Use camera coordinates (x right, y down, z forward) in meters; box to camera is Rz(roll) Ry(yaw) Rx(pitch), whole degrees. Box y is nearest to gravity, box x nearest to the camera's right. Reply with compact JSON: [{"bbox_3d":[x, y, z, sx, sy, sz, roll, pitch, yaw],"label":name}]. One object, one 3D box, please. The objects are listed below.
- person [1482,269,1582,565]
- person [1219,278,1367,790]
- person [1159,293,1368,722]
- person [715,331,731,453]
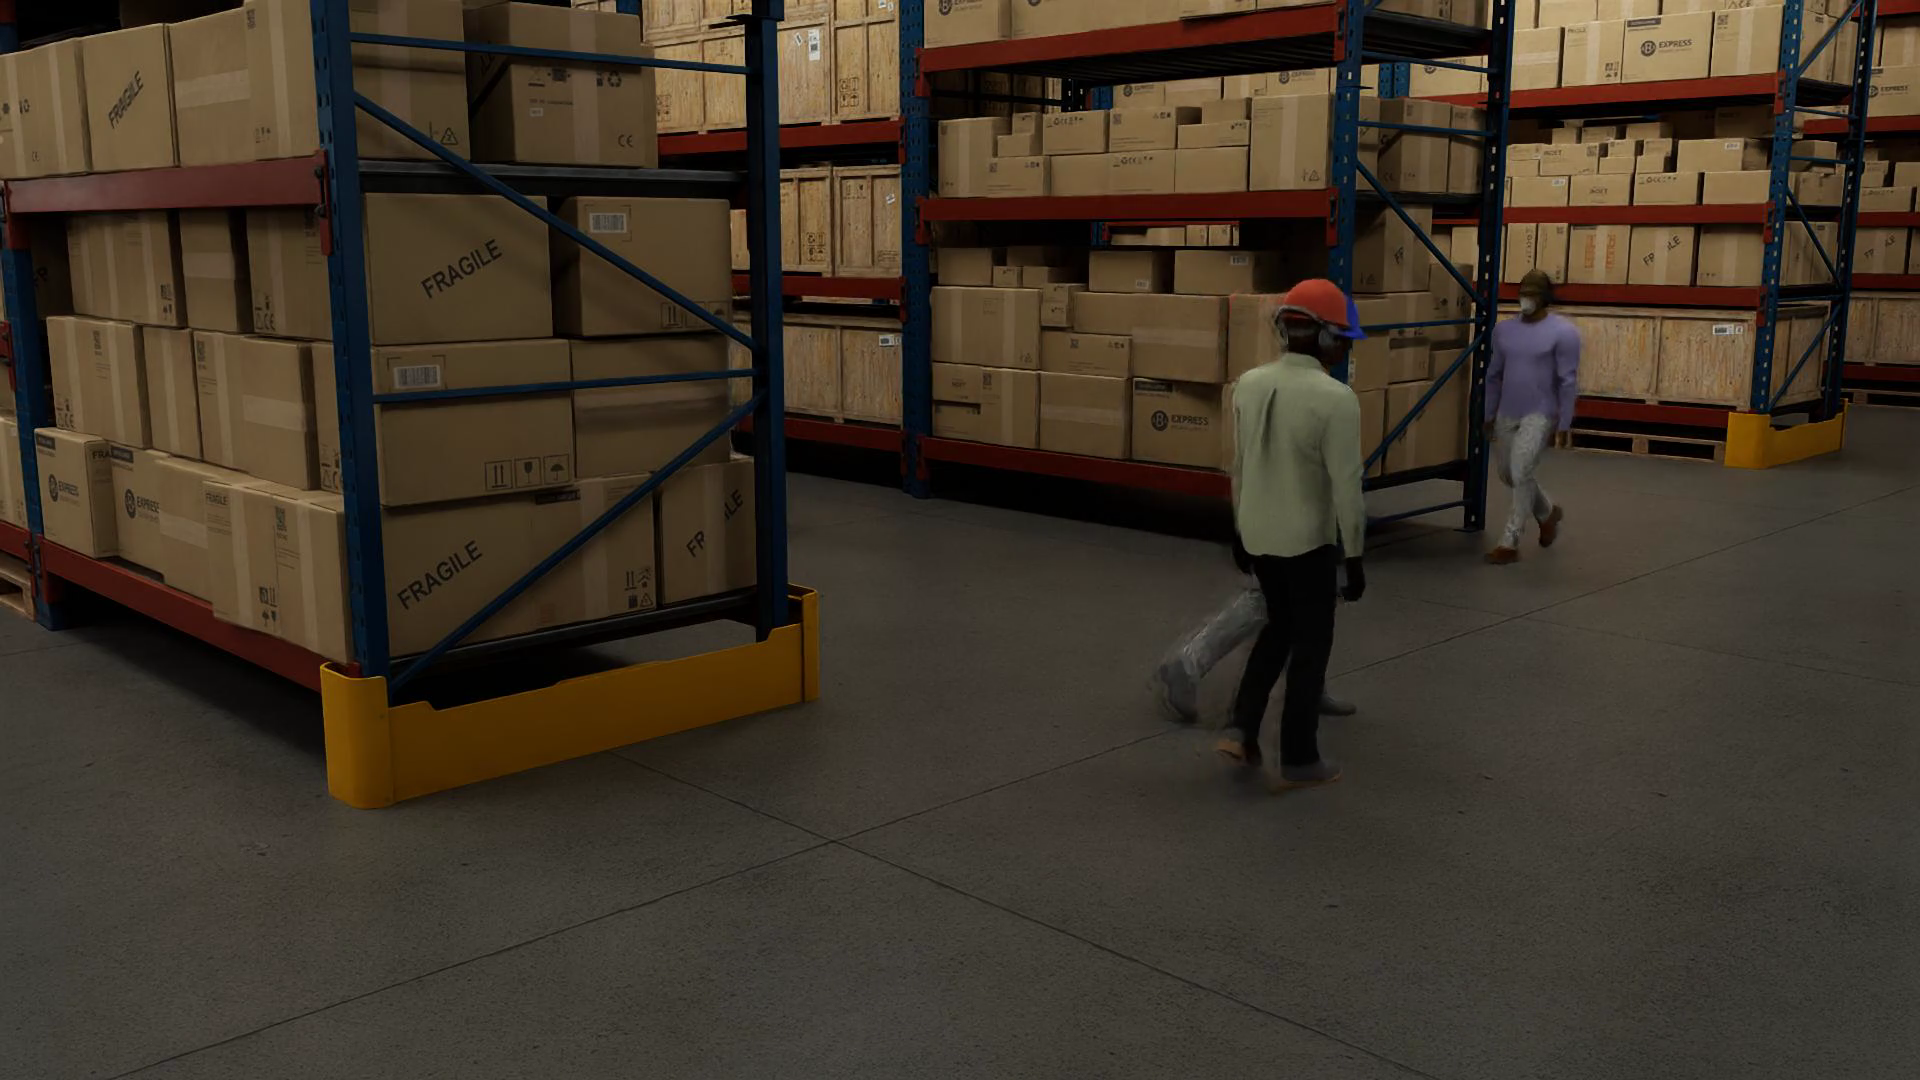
[{"bbox_3d":[3.764,-0.815,10.926,0.836,1.918,0.636,-7,13,-35],"label":"person"},{"bbox_3d":[1.303,-0.013,6.394,0.436,1.970,0.657,-7,12,-32],"label":"person"},{"bbox_3d":[1.325,-0.135,7.281,0.830,1.908,0.648,2,11,13],"label":"person"},{"bbox_3d":[-1.925,-1.010,12.352,0.916,1.793,0.619,7,12,32],"label":"person"}]
